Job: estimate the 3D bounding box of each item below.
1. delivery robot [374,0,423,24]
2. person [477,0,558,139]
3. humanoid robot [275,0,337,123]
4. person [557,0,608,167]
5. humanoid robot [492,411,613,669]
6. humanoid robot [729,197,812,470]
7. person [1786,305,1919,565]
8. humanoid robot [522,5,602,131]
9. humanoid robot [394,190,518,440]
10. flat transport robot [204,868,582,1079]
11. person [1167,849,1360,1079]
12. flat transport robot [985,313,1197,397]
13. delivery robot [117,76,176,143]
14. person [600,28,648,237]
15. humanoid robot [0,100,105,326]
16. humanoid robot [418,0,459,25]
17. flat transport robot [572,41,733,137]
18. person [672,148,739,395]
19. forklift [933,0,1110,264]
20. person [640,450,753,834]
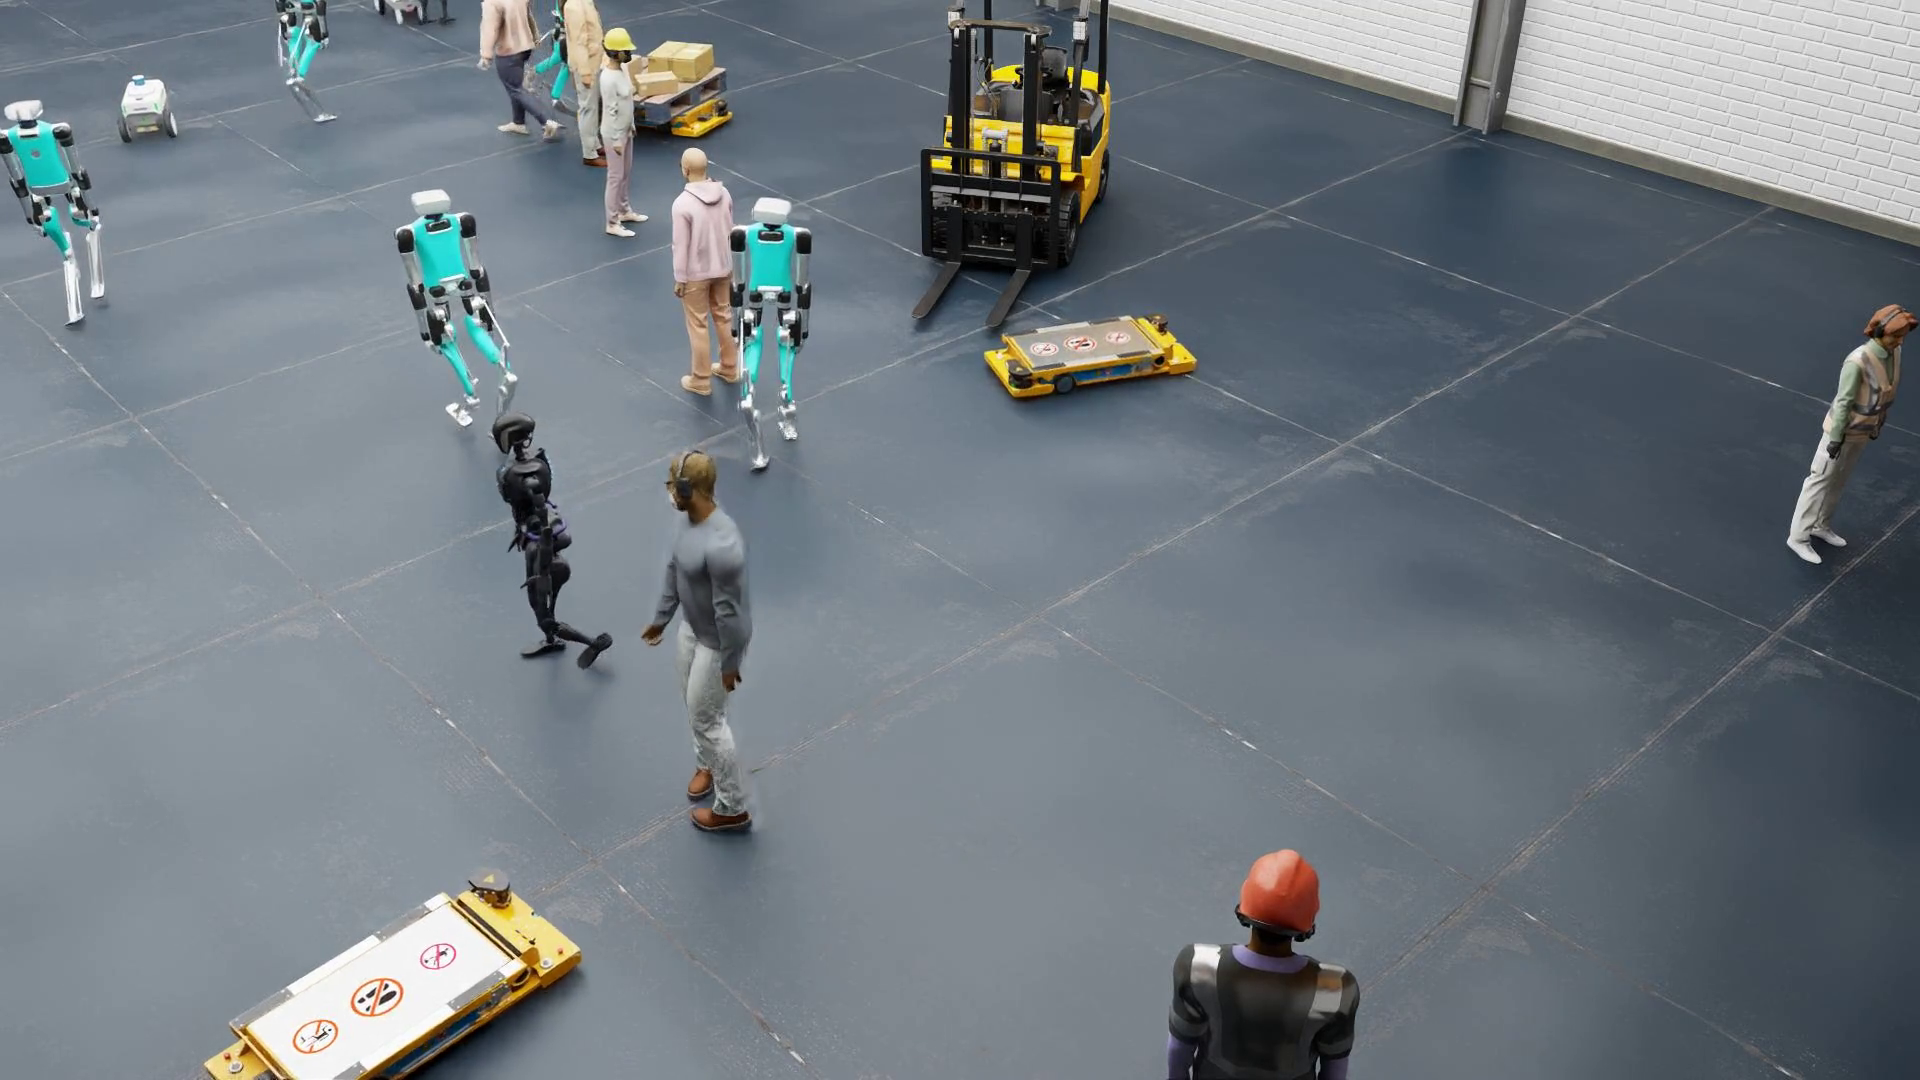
[{"bbox_3d":[-6.735,-6.557,19.997,0.499,0.603,0.794,-19,37,-26],"label":"delivery robot"},{"bbox_3d":[-4.283,-4.761,16.059,0.738,1.831,0.850,11,35,16],"label":"person"},{"bbox_3d":[-6.600,-4.976,16.508,0.534,1.813,0.777,7,34,11],"label":"humanoid robot"},{"bbox_3d":[-3.498,-4.451,15.544,0.390,1.875,0.556,-1,33,-1],"label":"person"},{"bbox_3d":[-2.184,0.007,8.875,0.480,1.637,0.599,-16,36,-23],"label":"humanoid robot"},{"bbox_3d":[-1.216,-1.263,10.807,0.579,1.788,0.883,-3,33,-4],"label":"humanoid robot"},{"bbox_3d":[5.308,-0.645,9.906,0.514,1.639,0.309,-23,39,-31],"label":"person"},{"bbox_3d":[-3.970,-4.730,16.117,0.872,1.766,0.530,-15,36,-21],"label":"humanoid robot"},{"bbox_3d":[-3.217,-1.360,10.904,0.531,1.733,0.959,-22,39,-30],"label":"humanoid robot"},{"bbox_3d":[-2.407,1.982,7.126,0.659,0.231,1.431,27,41,35],"label":"flat transport robot"},{"bbox_3d":[1.000,1.855,5.700,0.607,2.043,0.375,6,33,9],"label":"person"},{"bbox_3d":[0.960,-1.365,12.271,1.431,0.231,0.659,-10,34,-15],"label":"flat transport robot"},{"bbox_3d":[-8.085,-4.284,16.513,0.499,0.614,0.797,-10,34,-15],"label":"delivery robot"},{"bbox_3d":[-2.870,-3.471,14.151,0.378,1.756,0.533,4,33,6],"label":"person"},{"bbox_3d":[-6.885,-2.561,12.780,0.544,1.769,0.911,-9,34,-13],"label":"humanoid robot"},{"bbox_3d":[-6.288,-6.900,19.485,0.614,1.657,0.371,23,40,31],"label":"humanoid robot"},{"bbox_3d":[-3.090,-4.364,16.881,1.431,0.231,0.659,15,36,21],"label":"flat transport robot"},{"bbox_3d":[-1.773,-1.874,11.674,0.409,1.775,0.537,25,41,33],"label":"person"},{"bbox_3d":[0.570,-3.725,14.138,1.214,2.155,2.313,9,34,13],"label":"forklift"},{"bbox_3d":[-1.207,0.498,7.933,0.477,1.885,0.756,-17,37,-24],"label":"person"}]
